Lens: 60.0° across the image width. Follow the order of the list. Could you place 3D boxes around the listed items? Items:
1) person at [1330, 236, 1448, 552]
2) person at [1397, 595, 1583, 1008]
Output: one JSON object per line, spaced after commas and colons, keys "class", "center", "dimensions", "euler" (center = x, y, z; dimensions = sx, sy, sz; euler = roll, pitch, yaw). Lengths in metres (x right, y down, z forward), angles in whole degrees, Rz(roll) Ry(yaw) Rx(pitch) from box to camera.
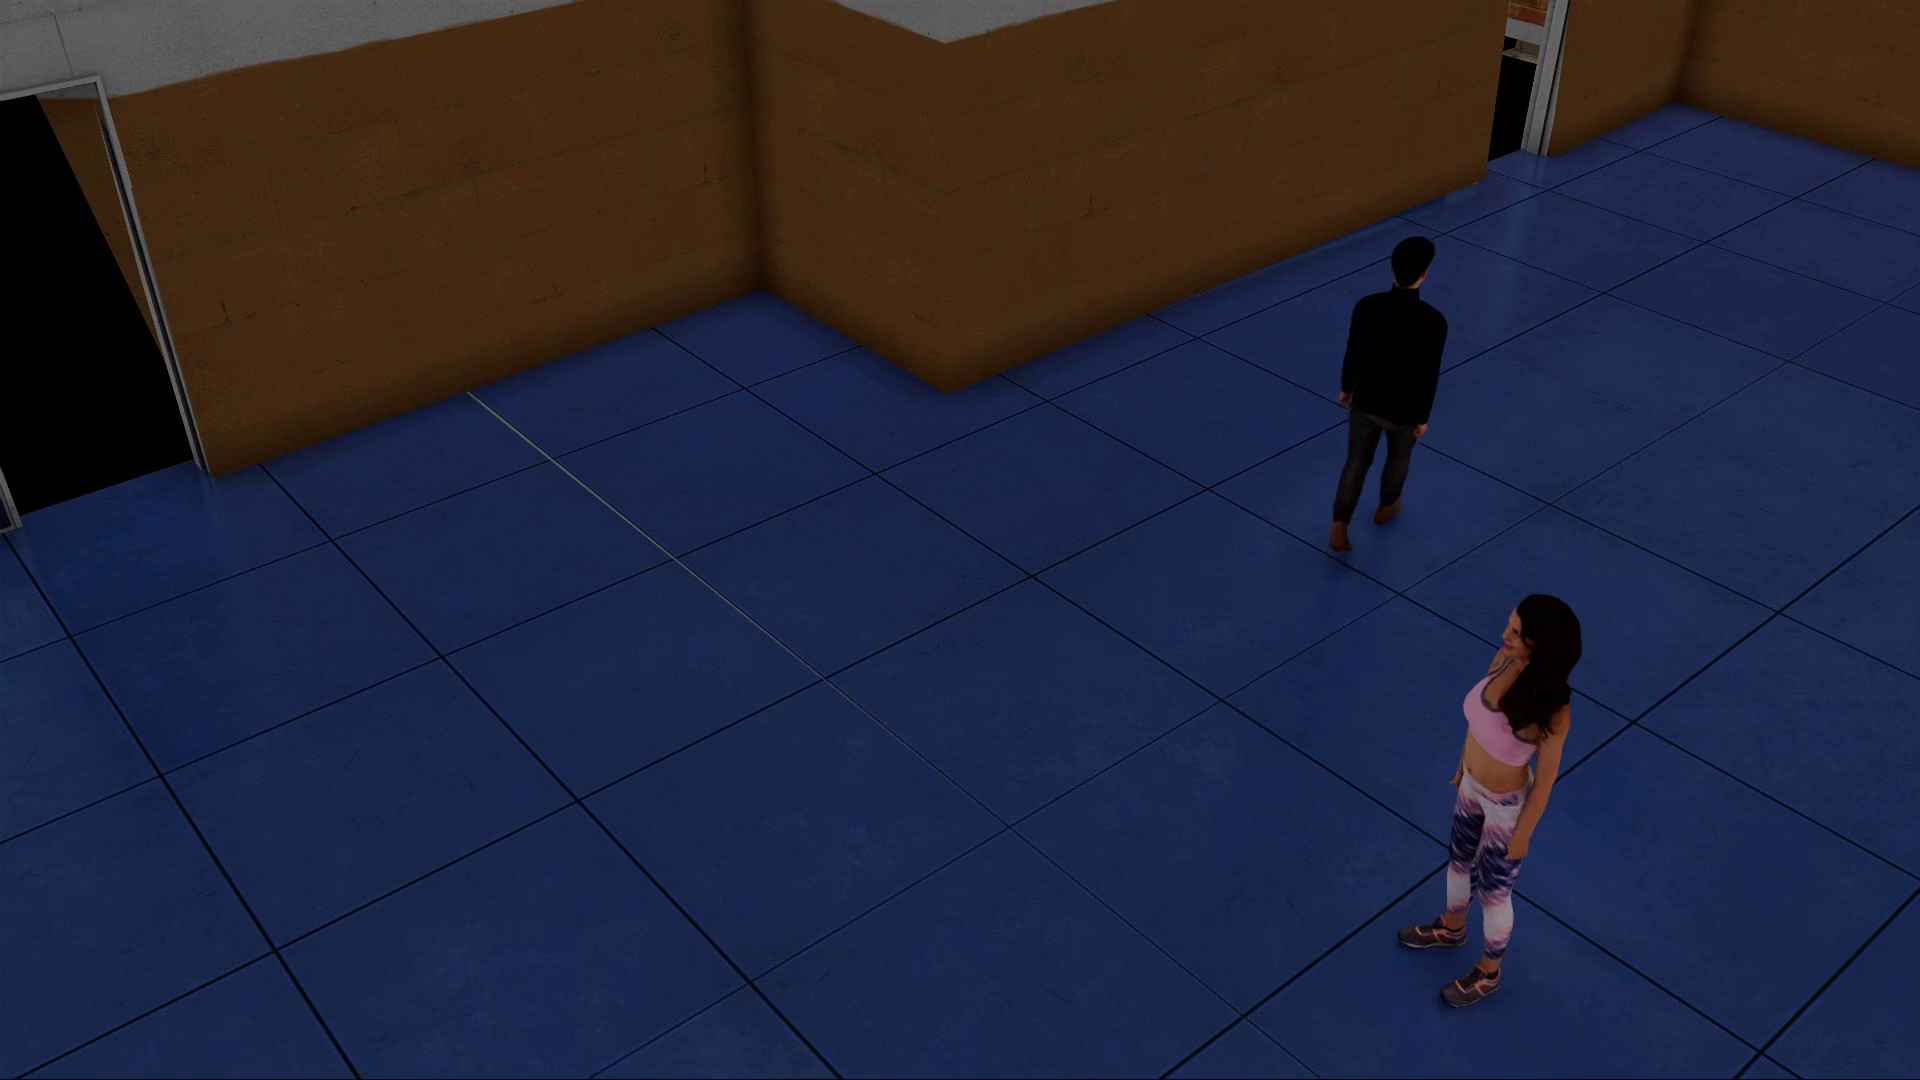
{"class": "person", "center": [2.145, -0.697, 8.440], "dimensions": [1.089, 1.706, 0.956], "euler": [17, 37, 24]}
{"class": "person", "center": [1.921, 0.930, 5.940], "dimensions": [0.729, 1.767, 0.600], "euler": [-8, 35, -12]}
